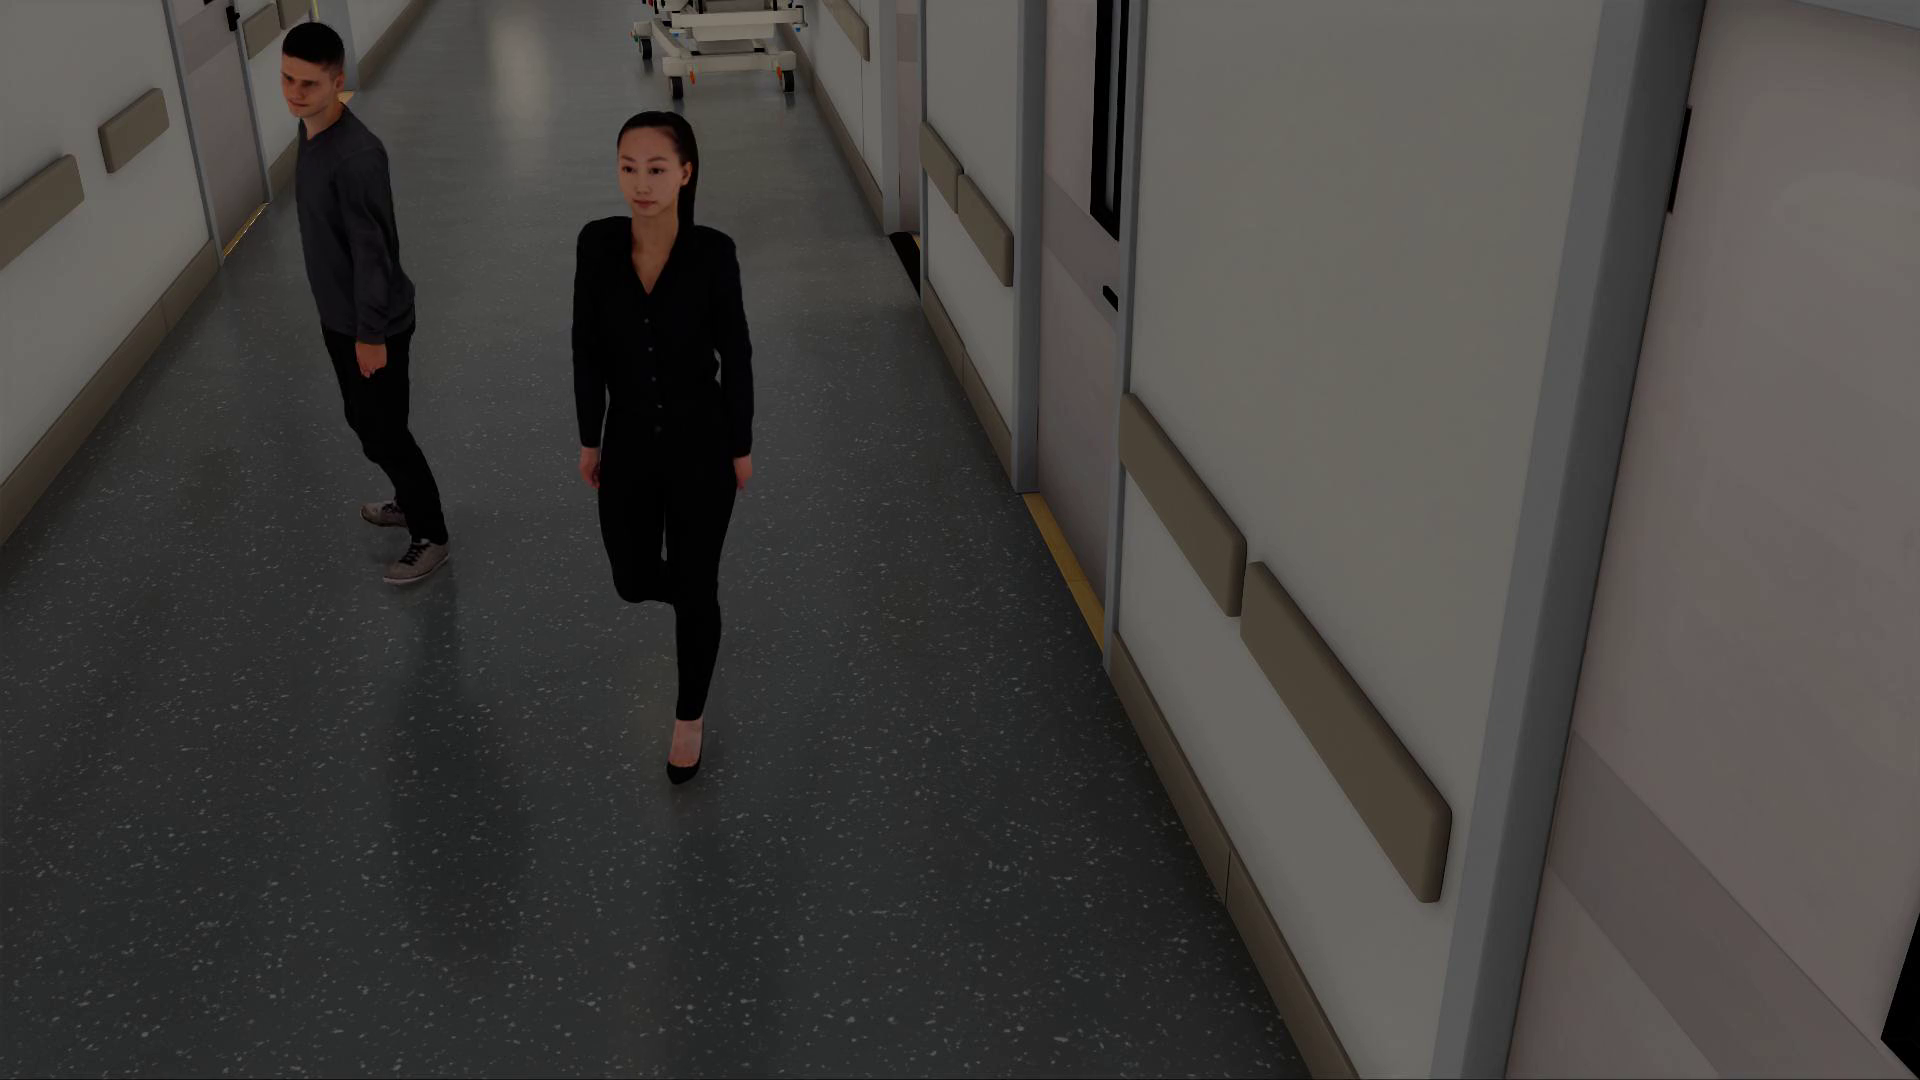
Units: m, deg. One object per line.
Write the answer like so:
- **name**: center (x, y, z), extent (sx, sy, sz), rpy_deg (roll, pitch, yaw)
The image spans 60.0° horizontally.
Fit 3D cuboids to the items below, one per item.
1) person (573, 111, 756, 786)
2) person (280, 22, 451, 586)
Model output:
- **person**: center (-0.725, -0.224, 4.159), extent (0.856, 1.702, 0.773), rpy_deg (1, 26, 3)
- **person**: center (-1.792, -0.698, 5.108), extent (0.812, 1.733, 0.885), rpy_deg (-11, 28, -21)
